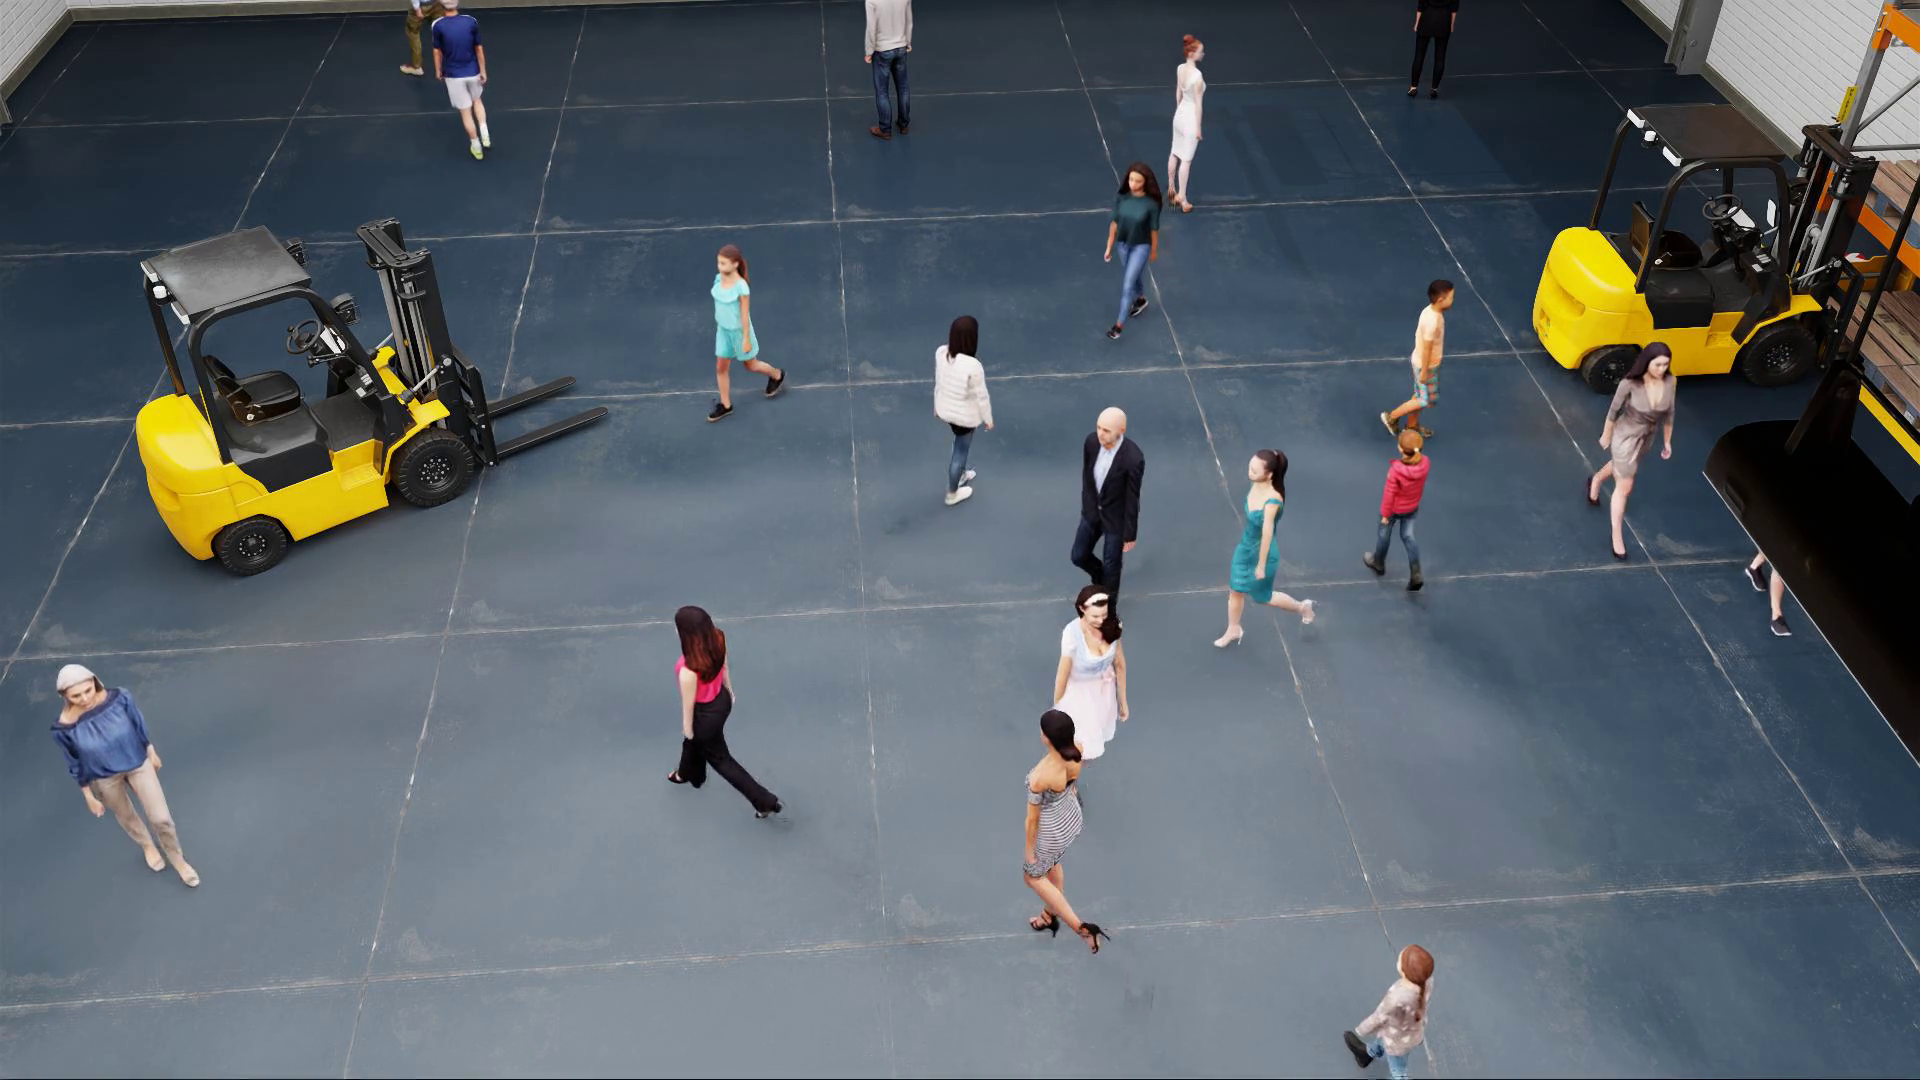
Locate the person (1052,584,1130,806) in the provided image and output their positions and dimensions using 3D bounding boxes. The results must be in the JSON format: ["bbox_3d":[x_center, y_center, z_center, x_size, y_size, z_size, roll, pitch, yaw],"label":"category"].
[{"bbox_3d":[0.714,0.921,10.167,0.843,1.795,0.939,-22,44,-25],"label":"person"}]

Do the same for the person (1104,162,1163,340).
[{"bbox_3d":[1.575,-2.632,14.795,1.029,1.571,1.140,23,44,26],"label":"person"}]

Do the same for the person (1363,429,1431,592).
[{"bbox_3d":[3.219,-0.194,11.960,0.625,1.300,0.867,-12,40,-14],"label":"person"}]

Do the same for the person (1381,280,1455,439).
[{"bbox_3d":[3.680,-1.434,13.391,0.706,1.451,0.688,8,39,10],"label":"person"}]

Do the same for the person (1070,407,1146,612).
[{"bbox_3d":[1.080,-0.201,11.577,0.820,1.789,0.876,26,45,29],"label":"person"}]

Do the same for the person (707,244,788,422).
[{"bbox_3d":[-1.788,-1.743,13.712,1.018,1.533,1.021,-31,48,-33],"label":"person"}]

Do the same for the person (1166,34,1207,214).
[{"bbox_3d":[2.234,-4.119,16.480,0.680,1.792,0.529,-15,41,-18],"label":"person"}]

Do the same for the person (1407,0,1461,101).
[{"bbox_3d":[5.313,-5.751,18.628,0.660,1.662,0.642,7,39,8],"label":"person"}]

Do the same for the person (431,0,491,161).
[{"bbox_3d":[-5.174,-4.843,17.364,0.759,1.822,0.787,-21,43,-24],"label":"person"}]

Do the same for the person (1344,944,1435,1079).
[{"bbox_3d":[2.315,2.572,8.600,0.709,1.171,0.830,-26,46,-29],"label":"person"}]

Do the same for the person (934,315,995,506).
[{"bbox_3d":[-0.053,-0.954,12.652,0.780,1.624,0.847,31,48,33],"label":"person"}]

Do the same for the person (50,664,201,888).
[{"bbox_3d":[-4.965,1.318,9.761,0.840,1.682,0.923,-27,46,-29],"label":"person"}]

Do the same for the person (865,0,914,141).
[{"bbox_3d":[-0.761,-5.252,17.805,0.839,1.909,0.820,-22,44,-26],"label":"person"}]

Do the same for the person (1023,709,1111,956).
[{"bbox_3d":[0.593,1.674,9.217,0.924,1.803,0.863,28,46,30],"label":"person"}]

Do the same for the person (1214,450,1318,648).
[{"bbox_3d":[2.110,0.090,11.311,0.728,1.666,0.921,-10,40,-13],"label":"person"}]

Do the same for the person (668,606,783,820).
[{"bbox_3d":[-1.461,1.081,10.105,0.934,1.624,1.097,12,40,14],"label":"person"}]

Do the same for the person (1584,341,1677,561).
[{"bbox_3d":[4.966,-0.774,12.362,0.686,1.704,1.118,-7,39,-9],"label":"person"}]

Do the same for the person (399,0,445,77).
[{"bbox_3d":[-6.040,-6.132,19.006,0.990,1.787,1.012,14,41,17],"label":"person"}]
